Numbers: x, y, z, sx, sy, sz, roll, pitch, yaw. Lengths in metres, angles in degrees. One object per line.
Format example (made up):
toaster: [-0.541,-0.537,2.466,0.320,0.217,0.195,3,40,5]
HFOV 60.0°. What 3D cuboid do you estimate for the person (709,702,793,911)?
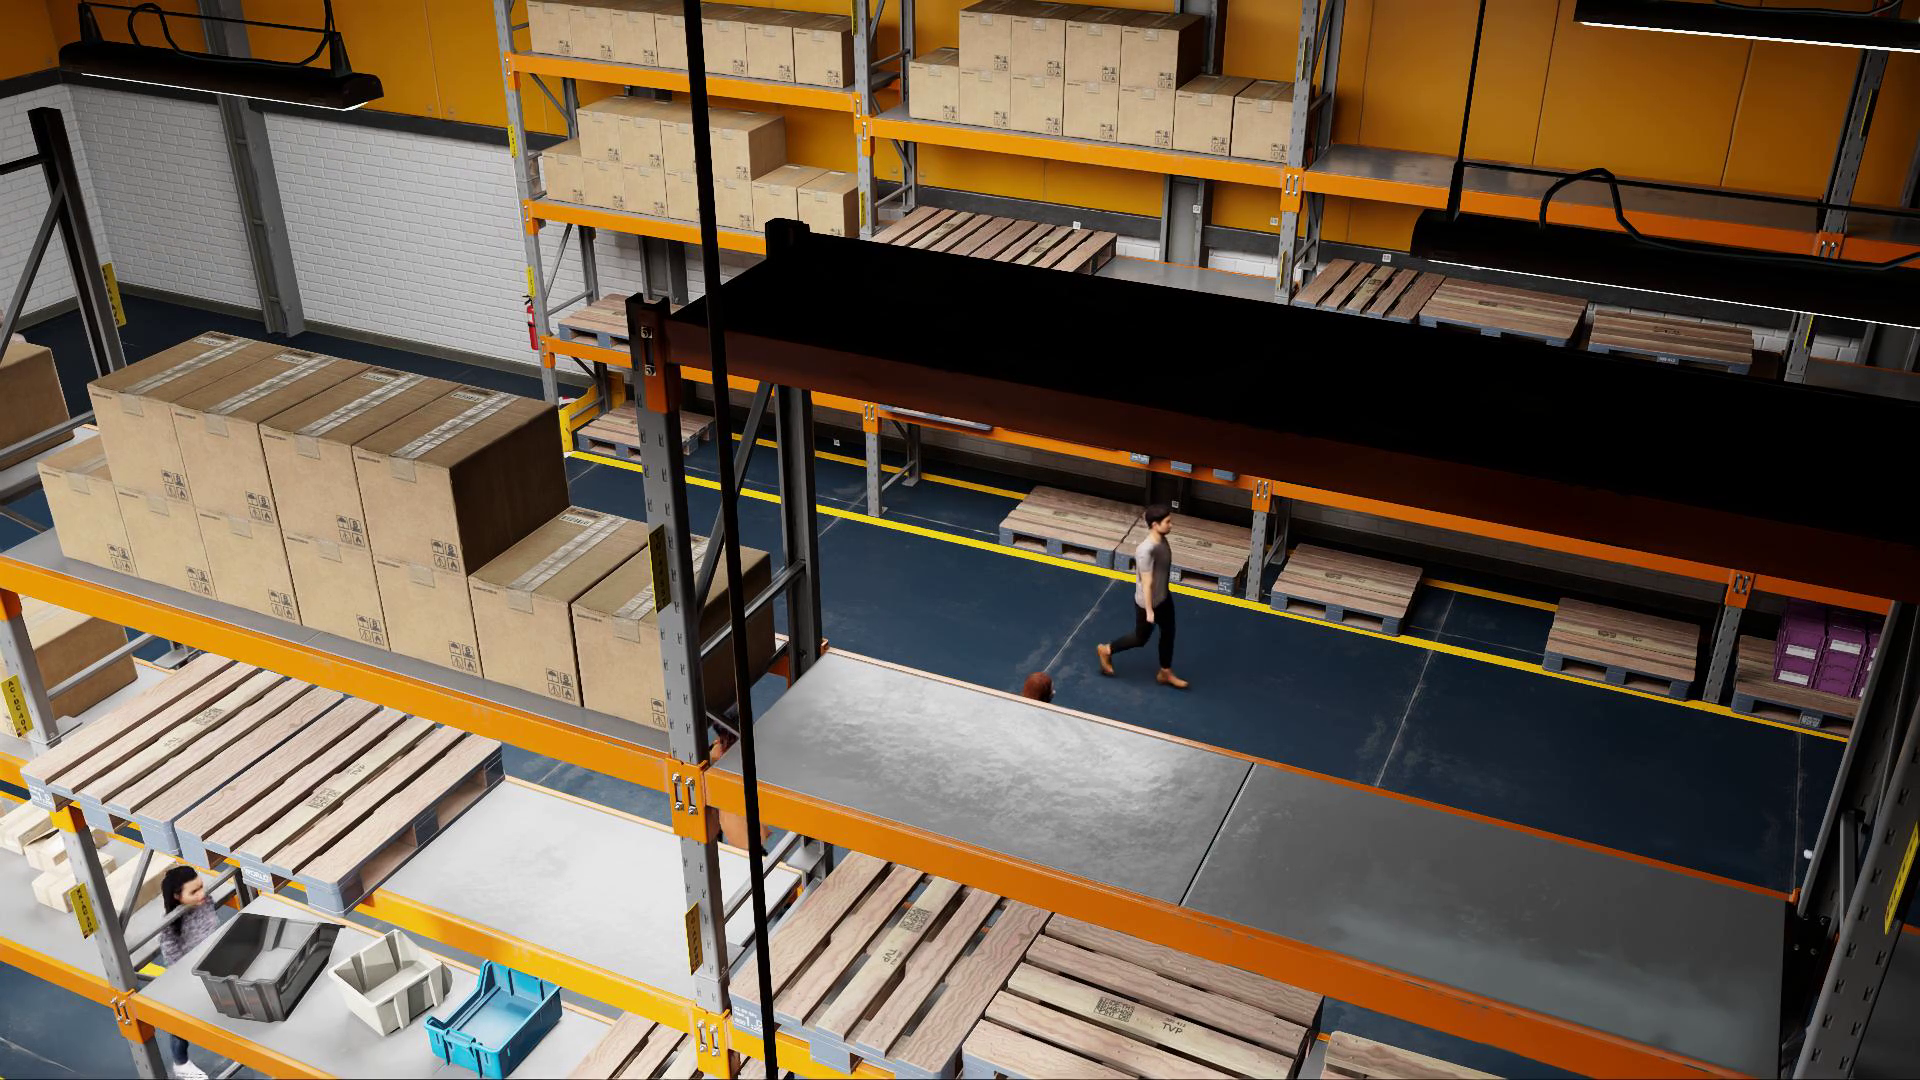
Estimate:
person: [-1.476,1.876,11.420,1.205,1.679,0.778,9,30,17]

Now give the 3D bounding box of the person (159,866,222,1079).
person: [-4.620,2.661,9.981,1.170,1.679,0.670,11,31,20]

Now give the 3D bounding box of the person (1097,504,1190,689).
person: [1.543,0.474,13.976,1.069,1.693,0.695,17,33,28]
